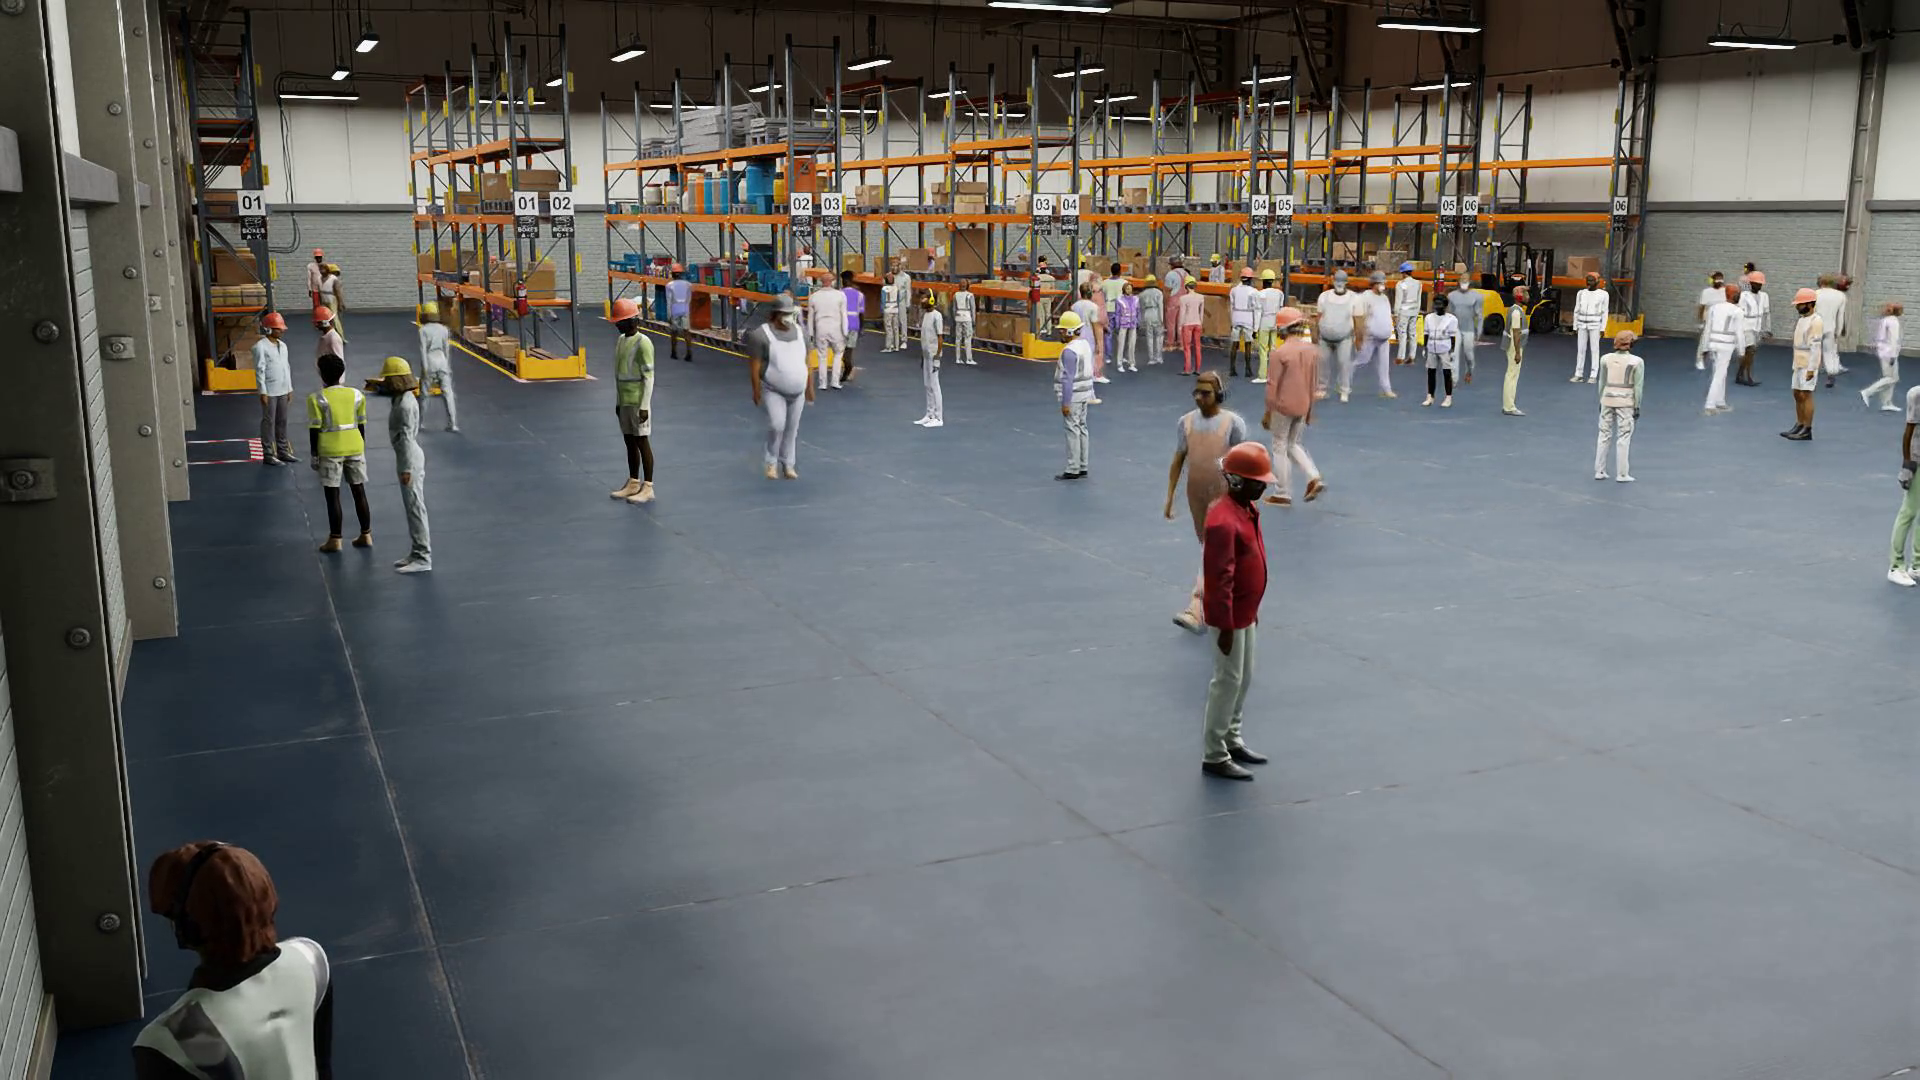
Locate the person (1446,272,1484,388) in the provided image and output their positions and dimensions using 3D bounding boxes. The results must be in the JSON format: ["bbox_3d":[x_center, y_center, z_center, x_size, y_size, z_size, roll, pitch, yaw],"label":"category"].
[{"bbox_3d":[8.364,-3.482,27.584,0.631,1.915,0.810,6,13,28],"label":"person"}]

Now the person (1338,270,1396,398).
[{"bbox_3d":[6.435,-3.267,26.136,0.686,2.000,0.922,-9,14,-38],"label":"person"}]

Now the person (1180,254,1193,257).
[{"bbox_3d":[7.209,-8.376,52.602,0.626,1.846,0.429,-6,13,-28],"label":"person"}]

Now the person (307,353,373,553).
[{"bbox_3d":[-5.301,-0.743,14.206,0.322,1.691,0.533,9,14,39],"label":"person"}]

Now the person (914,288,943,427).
[{"bbox_3d":[-0.411,-2.464,22.489,0.317,1.870,0.531,-5,12,-24],"label":"person"}]

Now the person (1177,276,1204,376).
[{"bbox_3d":[4.091,-3.797,29.549,0.523,1.760,0.327,-6,13,-28],"label":"person"}]

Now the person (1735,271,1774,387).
[{"bbox_3d":[13.258,-3.505,27.706,0.556,1.901,0.865,-4,12,-17],"label":"person"}]

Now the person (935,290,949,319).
[{"bbox_3d":[-0.523,-6.846,45.111,0.574,1.722,0.570,7,13,31],"label":"person"}]

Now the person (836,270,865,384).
[{"bbox_3d":[-1.881,-3.572,27.952,0.679,1.935,0.674,-6,13,-29],"label":"person"}]

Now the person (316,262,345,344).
[{"bbox_3d":[-13.820,-5.175,36.413,0.588,1.817,0.466,6,13,28],"label":"person"}]

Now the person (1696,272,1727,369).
[{"bbox_3d":[13.748,-3.991,30.401,0.543,1.821,0.997,0,11,-1],"label":"person"}]

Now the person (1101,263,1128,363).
[{"bbox_3d":[2.989,-4.372,32.061,0.587,1.920,0.390,3,12,16],"label":"person"}]

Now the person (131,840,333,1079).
[{"bbox_3d":[-1.452,1.404,3.418,0.315,1.640,0.515,3,12,16],"label":"person"}]

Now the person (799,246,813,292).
[{"bbox_3d":[-4.628,-7.978,50.478,0.575,1.885,0.355,7,13,31],"label":"person"}]

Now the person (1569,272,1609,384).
[{"bbox_3d":[10.673,-3.598,28.217,0.583,1.882,0.350,11,16,44],"label":"person"}]

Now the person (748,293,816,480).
[{"bbox_3d":[-1.881,-1.652,17.927,0.689,2.000,0.537,-7,13,-32],"label":"person"}]

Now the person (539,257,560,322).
[{"bbox_3d":[-10.959,-6.638,44.116,0.902,1.702,0.538,7,13,31],"label":"person"}]

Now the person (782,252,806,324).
[{"bbox_3d":[-3.951,-5.854,39.452,0.639,1.961,0.807,-2,11,-12],"label":"person"}]

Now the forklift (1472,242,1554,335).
[{"bbox_3d":[13.047,-6.049,39.881,2.313,2.155,1.214,-5,12,-23],"label":"forklift"}]

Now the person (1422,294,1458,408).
[{"bbox_3d":[7.134,-2.810,24.727,0.327,1.688,0.537,-11,15,-43],"label":"person"}]

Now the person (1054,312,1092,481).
[{"bbox_3d":[1.215,-1.545,17.947,0.403,1.824,0.598,5,12,22],"label":"person"}]

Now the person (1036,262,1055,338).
[{"bbox_3d":[1.914,-5.541,38.444,0.559,1.744,0.333,-4,12,-19],"label":"person"}]

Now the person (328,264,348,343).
[{"bbox_3d":[-13.809,-5.220,36.815,0.297,1.744,0.493,4,12,21],"label":"person"}]

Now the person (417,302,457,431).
[{"bbox_3d":[-7.005,-2.300,22.087,0.912,1.686,0.507,8,14,37],"label":"person"}]

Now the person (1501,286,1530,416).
[{"bbox_3d":[7.924,-2.703,23.752,0.389,1.850,0.564,3,11,14],"label":"person"}]

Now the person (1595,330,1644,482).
[{"bbox_3d":[7.076,-1.435,17.869,0.311,1.631,0.506,-9,14,-38],"label":"person"}]

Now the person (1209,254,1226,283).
[{"bbox_3d":[6.651,-6.506,43.176,0.403,1.820,0.595,-5,12,-24],"label":"person"}]

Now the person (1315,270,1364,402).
[{"bbox_3d":[5.788,-3.137,25.475,0.730,2.000,0.566,5,12,24],"label":"person"}]

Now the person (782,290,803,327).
[{"bbox_3d":[-2.878,-3.371,27.819,0.531,1.591,0.895,-1,11,-8],"label":"person"}]

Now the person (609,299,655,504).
[{"bbox_3d":[-3.276,-1.380,16.563,0.386,2.034,0.604,-9,14,-39],"label":"person"}]

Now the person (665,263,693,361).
[{"bbox_3d":[-5.471,-4.451,32.495,0.540,1.910,0.891,-5,12,-23],"label":"person"}]

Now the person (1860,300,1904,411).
[{"bbox_3d":[13.452,-2.673,24.154,0.503,1.622,0.531,4,12,17],"label":"person"}]

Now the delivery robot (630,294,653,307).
[{"bbox_3d":[-9.181,-6.811,47.683,0.707,0.478,0.477,-9,14,-37],"label":"delivery robot"}]

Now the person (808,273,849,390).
[{"bbox_3d":[-2.139,-3.392,27.142,0.686,1.893,0.442,2,11,8],"label":"person"}]

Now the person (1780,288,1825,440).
[{"bbox_3d":[10.737,-2.234,21.193,0.386,1.924,0.548,1,11,3],"label":"person"}]

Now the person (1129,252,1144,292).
[{"bbox_3d":[4.763,-6.845,44.892,0.513,1.831,0.973,-1,11,-3],"label":"person"}]
